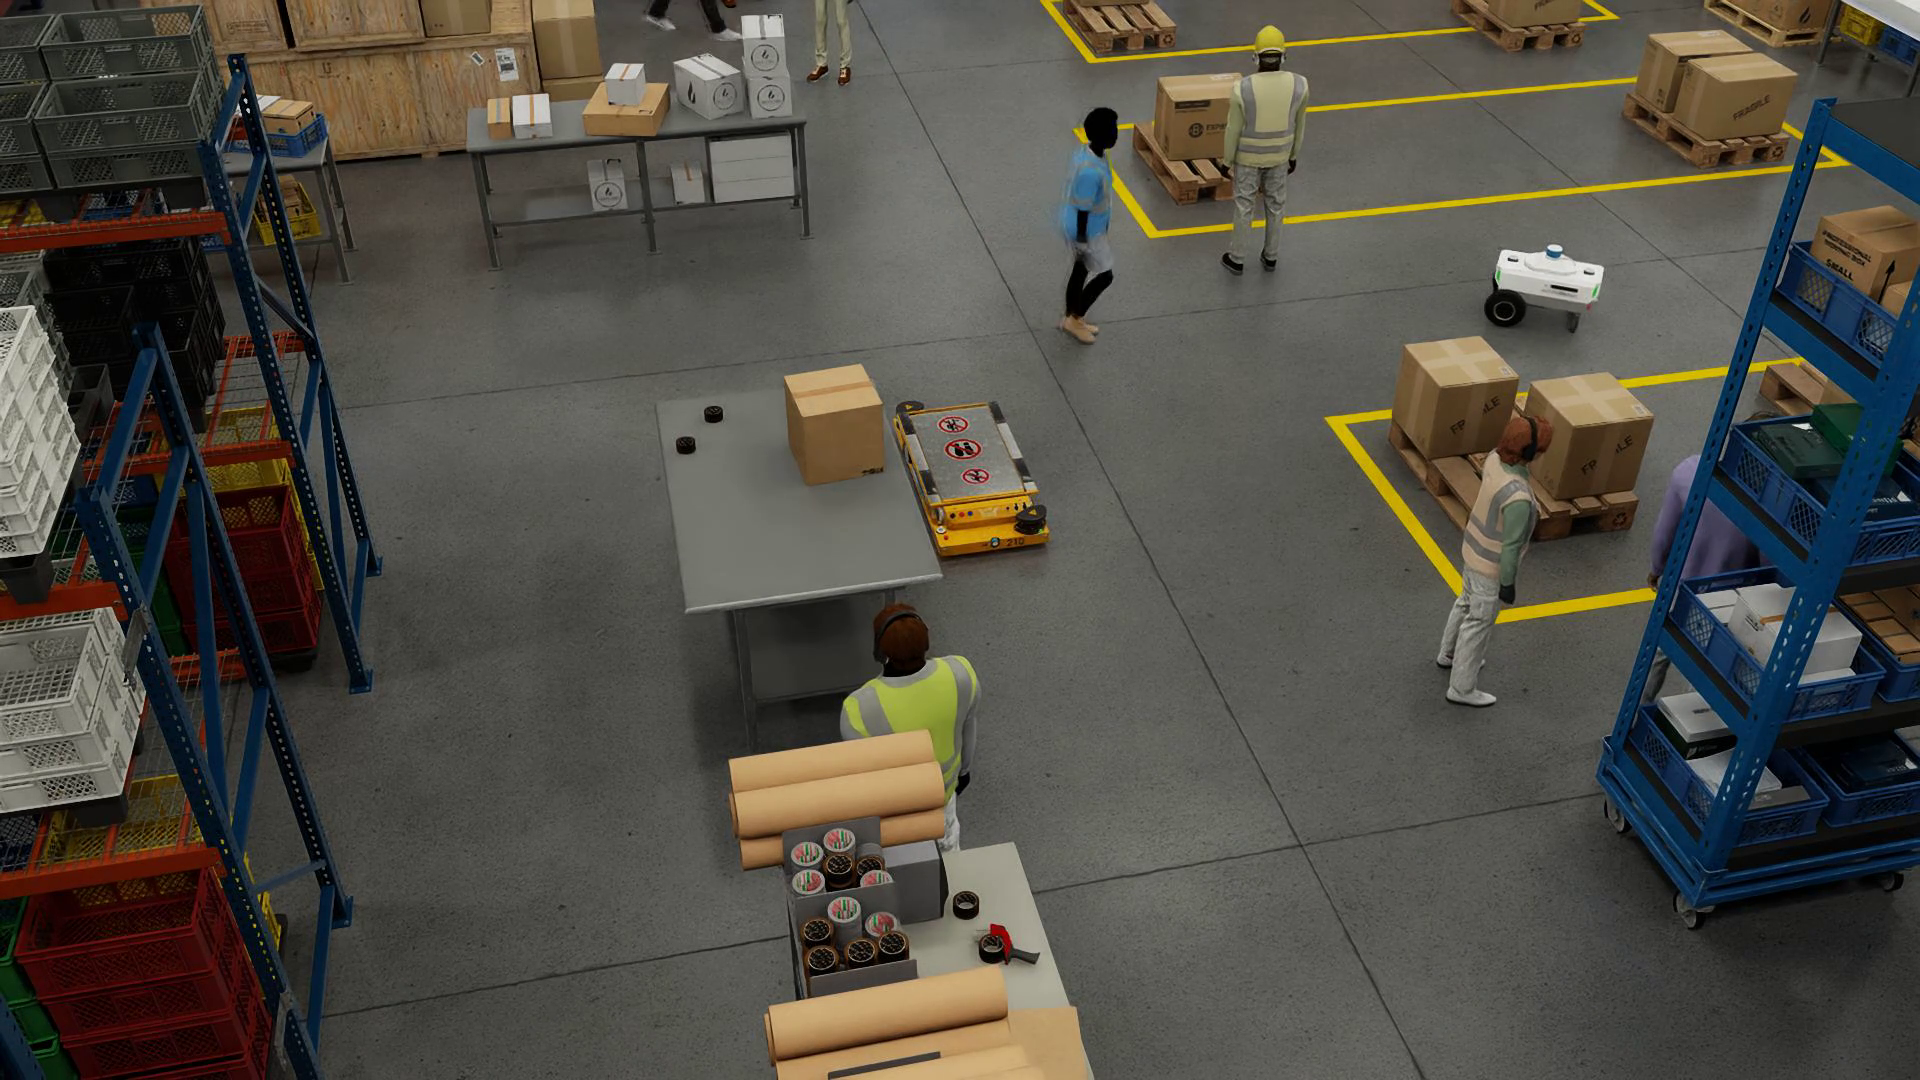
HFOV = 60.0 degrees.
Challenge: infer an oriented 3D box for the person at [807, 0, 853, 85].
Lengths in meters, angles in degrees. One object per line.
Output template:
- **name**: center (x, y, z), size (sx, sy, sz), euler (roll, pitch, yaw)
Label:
- **person**: center (-1.180, -5.055, 14.995), size (0.514, 1.873, 0.329), euler (11, 38, 14)

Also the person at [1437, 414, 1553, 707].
- **person**: center (2.649, 0.091, 8.279), size (0.313, 1.632, 0.520), euler (3, 37, 4)

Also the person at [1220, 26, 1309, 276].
- **person**: center (2.166, -2.783, 11.982), size (0.586, 1.822, 0.404), euler (-5, 37, -7)

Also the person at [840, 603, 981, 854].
- **person**: center (-0.224, 1.015, 6.860), size (0.633, 1.841, 0.429), euler (-21, 42, -26)

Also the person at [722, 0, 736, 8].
- **person**: center (-2.248, -6.367, 16.728), size (0.652, 1.906, 0.403), euler (-26, 44, -31)

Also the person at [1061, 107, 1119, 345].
- **person**: center (0.877, -2.103, 11.176), size (0.376, 1.679, 0.545), euler (3, 37, 4)

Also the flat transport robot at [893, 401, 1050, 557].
- **flat transport robot**: center (0.046, -0.430, 10.108), size (0.652, 0.197, 1.431), euler (-8, 37, -10)

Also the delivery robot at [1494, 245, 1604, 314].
- **delivery robot**: center (4.134, -1.835, 11.685), size (0.707, 0.478, 0.477), euler (14, 39, 18)

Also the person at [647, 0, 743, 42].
- **person**: center (-2.646, -5.782, 15.982), size (1.016, 1.867, 0.589), euler (6, 37, 8)

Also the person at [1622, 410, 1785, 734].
- **person**: center (3.524, 0.241, 7.821), size (0.351, 1.936, 0.634), euler (-26, 44, -31)
